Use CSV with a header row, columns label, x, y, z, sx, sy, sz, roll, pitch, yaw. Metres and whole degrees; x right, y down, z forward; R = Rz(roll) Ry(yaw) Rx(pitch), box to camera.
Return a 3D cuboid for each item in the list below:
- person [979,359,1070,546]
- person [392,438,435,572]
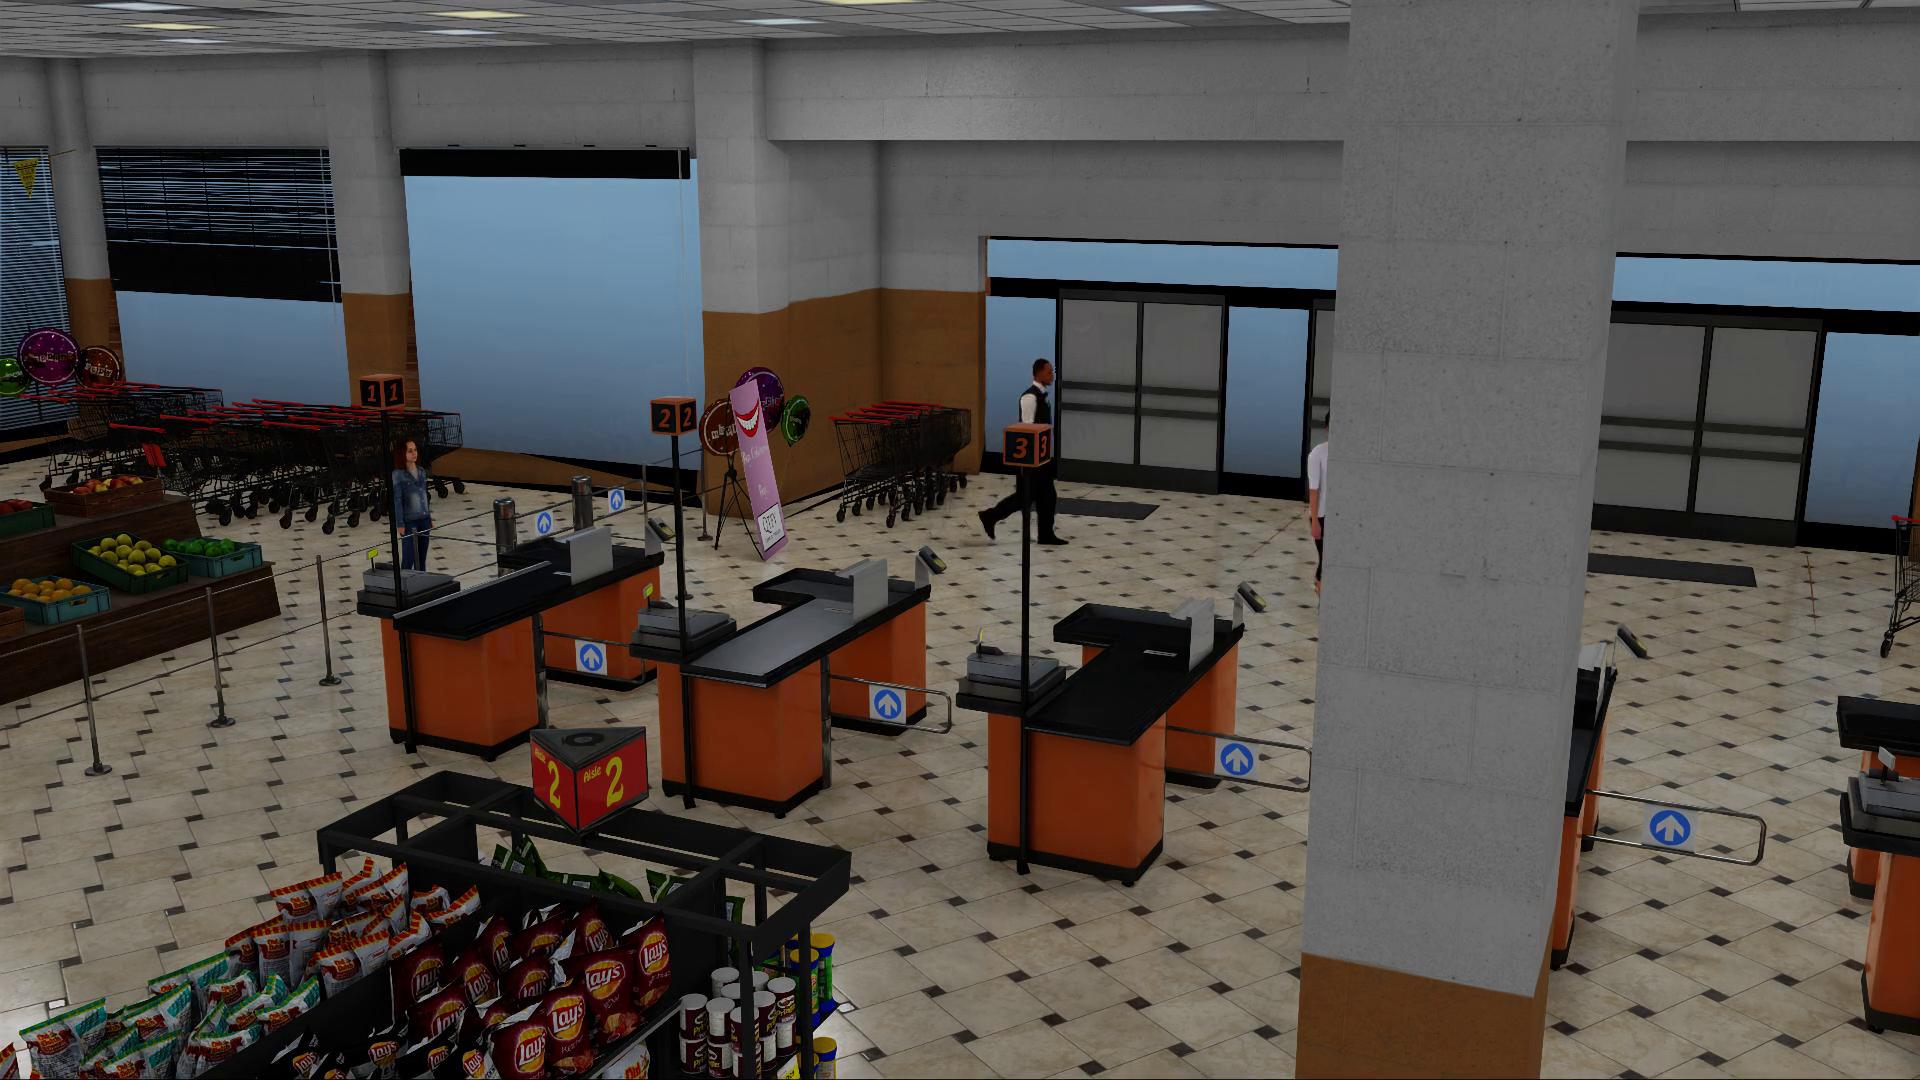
label,x,y,z,sx,sy,sz,roll,pitch,yaw
person,0.626,-0.848,16.600,0.894,1.884,1.110,3,14,14
person,-4.827,-0.171,14.671,0.633,1.477,0.441,6,15,22
